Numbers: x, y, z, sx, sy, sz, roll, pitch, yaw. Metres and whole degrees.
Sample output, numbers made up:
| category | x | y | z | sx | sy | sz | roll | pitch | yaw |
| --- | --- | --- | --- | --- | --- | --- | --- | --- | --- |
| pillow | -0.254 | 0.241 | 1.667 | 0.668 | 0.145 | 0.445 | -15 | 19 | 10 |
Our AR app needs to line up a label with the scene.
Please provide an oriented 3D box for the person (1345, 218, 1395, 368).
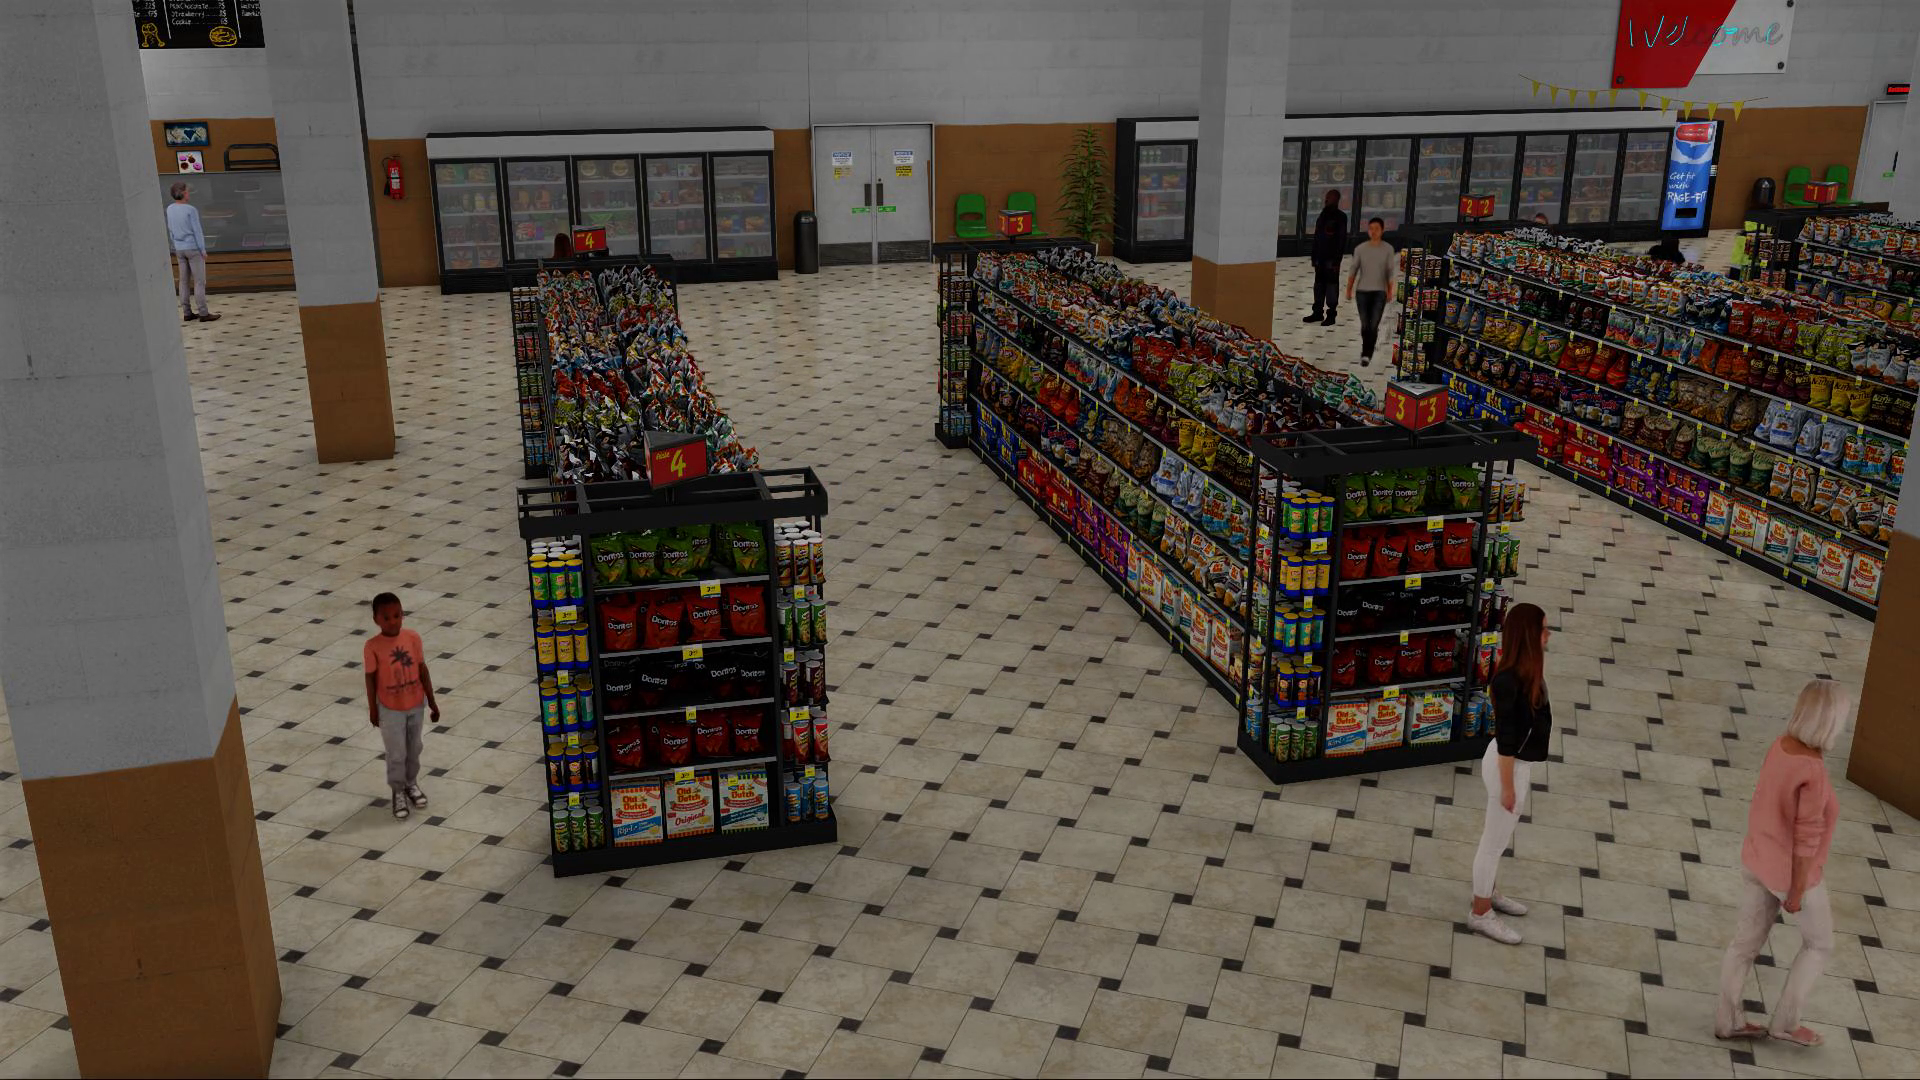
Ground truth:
| category | x | y | z | sx | sy | sz | roll | pitch | yaw |
| --- | --- | --- | --- | --- | --- | --- | --- | --- | --- |
| person | 5.004 | -3.004 | 20.218 | 1.087 | 1.765 | 1.229 | 7 | 20 | 20 |

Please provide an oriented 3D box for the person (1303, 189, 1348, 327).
| category | x | y | z | sx | sy | sz | roll | pitch | yaw |
| --- | --- | --- | --- | --- | --- | --- | --- | --- | --- |
| person | 5.034 | -3.873 | 22.701 | 0.835 | 1.825 | 0.679 | -13 | 22 | -33 |

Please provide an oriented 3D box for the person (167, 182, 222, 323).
| category | x | y | z | sx | sy | sz | roll | pitch | yaw |
| --- | --- | --- | --- | --- | --- | --- | --- | --- | --- |
| person | -10.599 | -3.962 | 22.860 | 0.757 | 1.893 | 0.770 | 6 | 20 | 18 |

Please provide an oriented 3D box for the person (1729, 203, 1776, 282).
| category | x | y | z | sx | sy | sz | roll | pitch | yaw |
| --- | --- | --- | --- | --- | --- | --- | --- | --- | --- |
| person | 9.515 | -3.085 | 20.140 | 0.896 | 1.969 | 0.711 | -2 | 19 | -6 |

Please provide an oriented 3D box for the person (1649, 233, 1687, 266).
| category | x | y | z | sx | sy | sz | roll | pitch | yaw |
| --- | --- | --- | --- | --- | --- | --- | --- | --- | --- |
| person | 8.259 | -2.780 | 19.753 | 0.713 | 1.639 | 0.978 | -5 | 19 | -14 |

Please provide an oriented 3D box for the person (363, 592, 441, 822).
| category | x | y | z | sx | sy | sz | roll | pitch | yaw |
| --- | --- | --- | --- | --- | --- | --- | --- | --- | --- |
| person | -3.181 | 0.892 | 9.395 | 0.584 | 1.297 | 0.633 | -14 | 23 | -36 |

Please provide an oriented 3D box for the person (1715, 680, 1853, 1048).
| category | x | y | z | sx | sy | sz | roll | pitch | yaw |
| --- | --- | --- | --- | --- | --- | --- | --- | --- | --- |
| person | 3.479 | 1.413 | 7.212 | 0.712 | 1.706 | 0.658 | -1 | 19 | -4 |

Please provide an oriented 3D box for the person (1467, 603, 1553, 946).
| category | x | y | z | sx | sy | sz | roll | pitch | yaw |
| --- | --- | --- | --- | --- | --- | --- | --- | --- | --- |
| person | 2.678 | 1.108 | 8.119 | 0.739 | 1.704 | 0.661 | 9 | 20 | 24 |
